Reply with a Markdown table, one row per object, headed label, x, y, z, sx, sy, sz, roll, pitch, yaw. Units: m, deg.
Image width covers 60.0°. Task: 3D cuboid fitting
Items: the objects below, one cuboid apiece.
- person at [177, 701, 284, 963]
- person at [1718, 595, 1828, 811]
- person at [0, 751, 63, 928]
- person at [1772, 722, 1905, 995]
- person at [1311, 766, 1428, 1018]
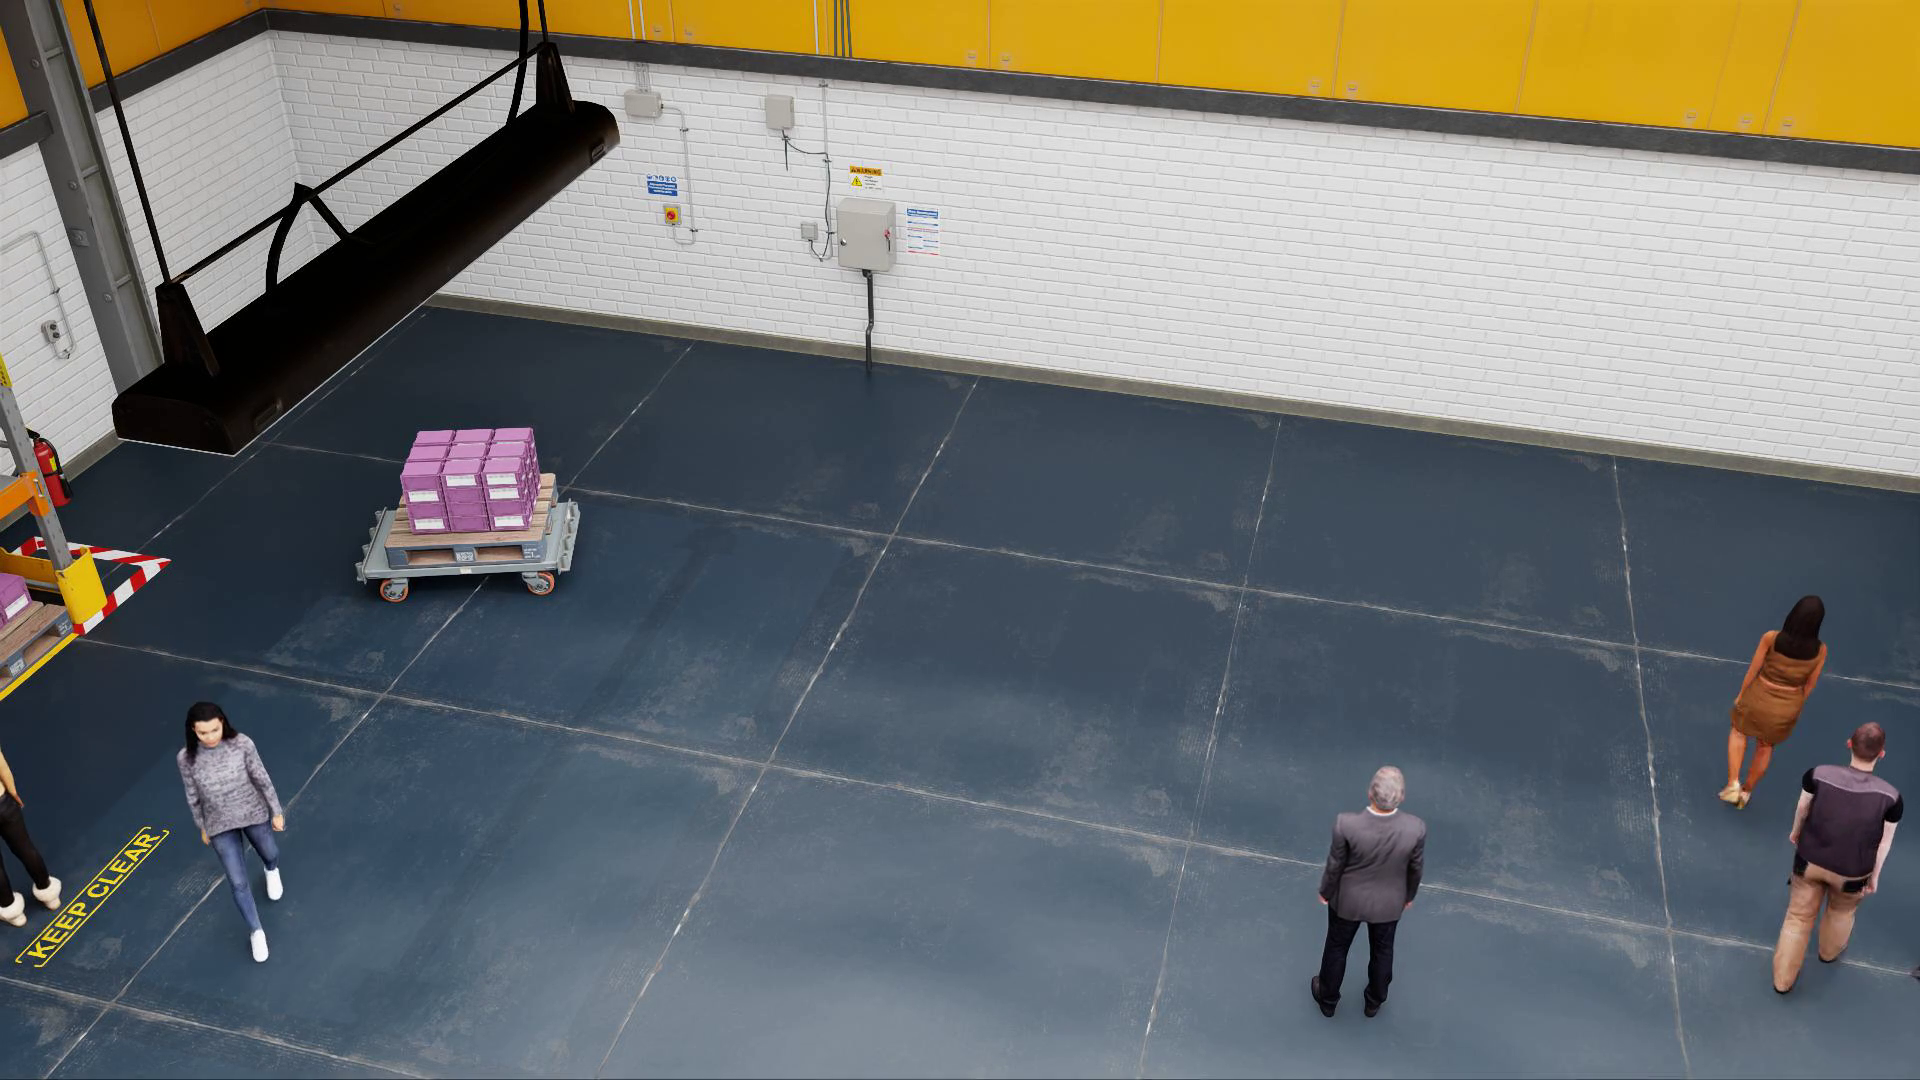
| label | x | y | z | sx | sy | sz | roll | pitch | yaw |
| --- | --- | --- | --- | --- | --- | --- | --- | --- | --- |
| person | -4.325 | 1.618 | 9.974 | 0.988 | 1.712 | 1.092 | -14 | 36 | -20 |
| person | 5.254 | 1.122 | 10.755 | 0.598 | 1.674 | 0.644 | 9 | 35 | 13 |
| person | -5.843 | 1.636 | 9.995 | 0.734 | 1.659 | 0.624 | 26 | 42 | 34 |
| person | 4.942 | 1.882 | 9.491 | 0.915 | 1.808 | 1.057 | 25 | 41 | 32 |
| person | 2.287 | 1.972 | 9.324 | 0.757 | 1.843 | 0.678 | 2 | 34 | 2 |
